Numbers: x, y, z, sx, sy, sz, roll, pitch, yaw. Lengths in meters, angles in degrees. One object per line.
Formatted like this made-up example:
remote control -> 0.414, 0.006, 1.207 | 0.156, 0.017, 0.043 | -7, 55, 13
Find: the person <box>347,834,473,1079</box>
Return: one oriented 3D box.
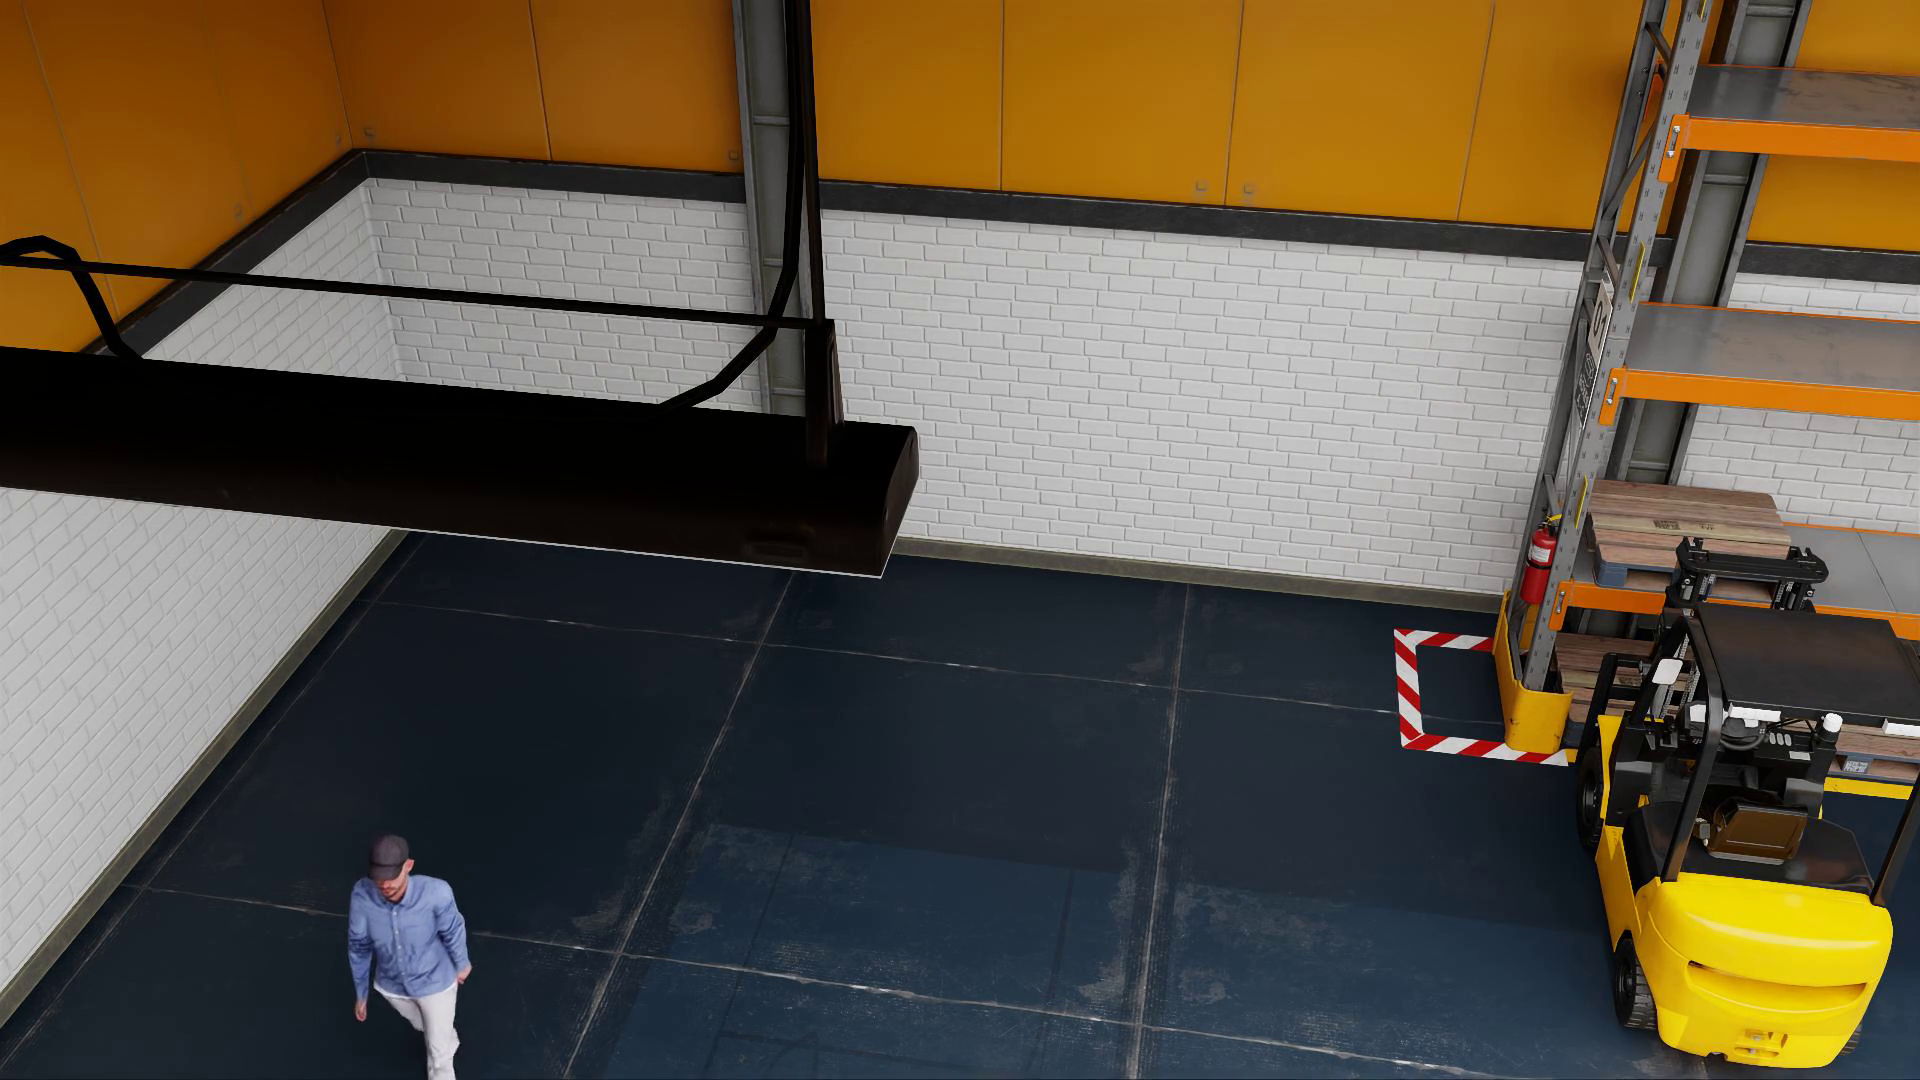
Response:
person -> -2.703, 2.124, 8.317 | 1.117, 1.839, 0.834 | 1, 34, 2
